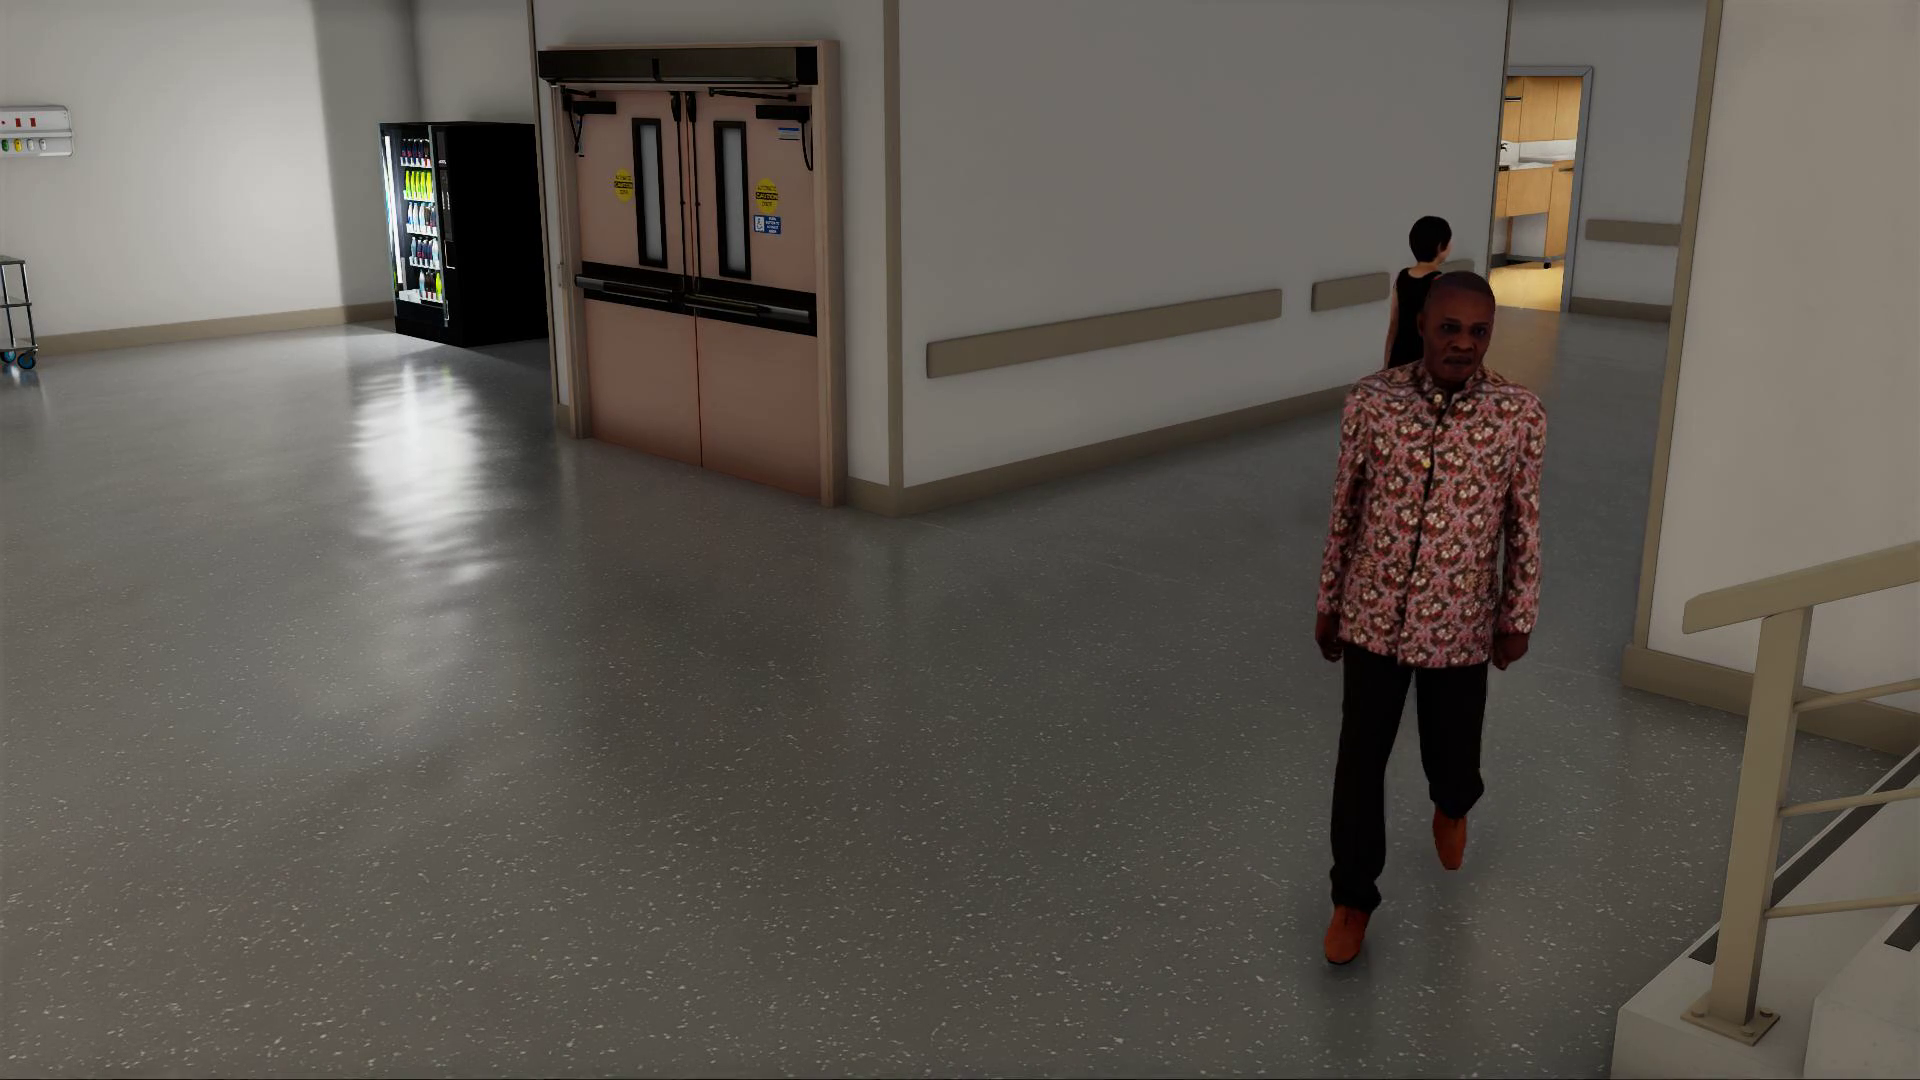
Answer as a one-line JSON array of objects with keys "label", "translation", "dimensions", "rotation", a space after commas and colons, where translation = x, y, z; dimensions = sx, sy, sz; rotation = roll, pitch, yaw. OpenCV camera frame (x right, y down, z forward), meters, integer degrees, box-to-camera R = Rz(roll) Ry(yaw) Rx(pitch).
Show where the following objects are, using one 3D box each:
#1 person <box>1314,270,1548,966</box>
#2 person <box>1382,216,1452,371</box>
[{"label": "person", "translation": [1.227, 0.187, 4.393], "dimensions": [1.072, 1.778, 1.020], "rotation": [6, 17, 22]}, {"label": "person", "translation": [2.333, -0.894, 8.700], "dimensions": [0.834, 1.521, 0.964], "rotation": [-8, 17, -25]}]
